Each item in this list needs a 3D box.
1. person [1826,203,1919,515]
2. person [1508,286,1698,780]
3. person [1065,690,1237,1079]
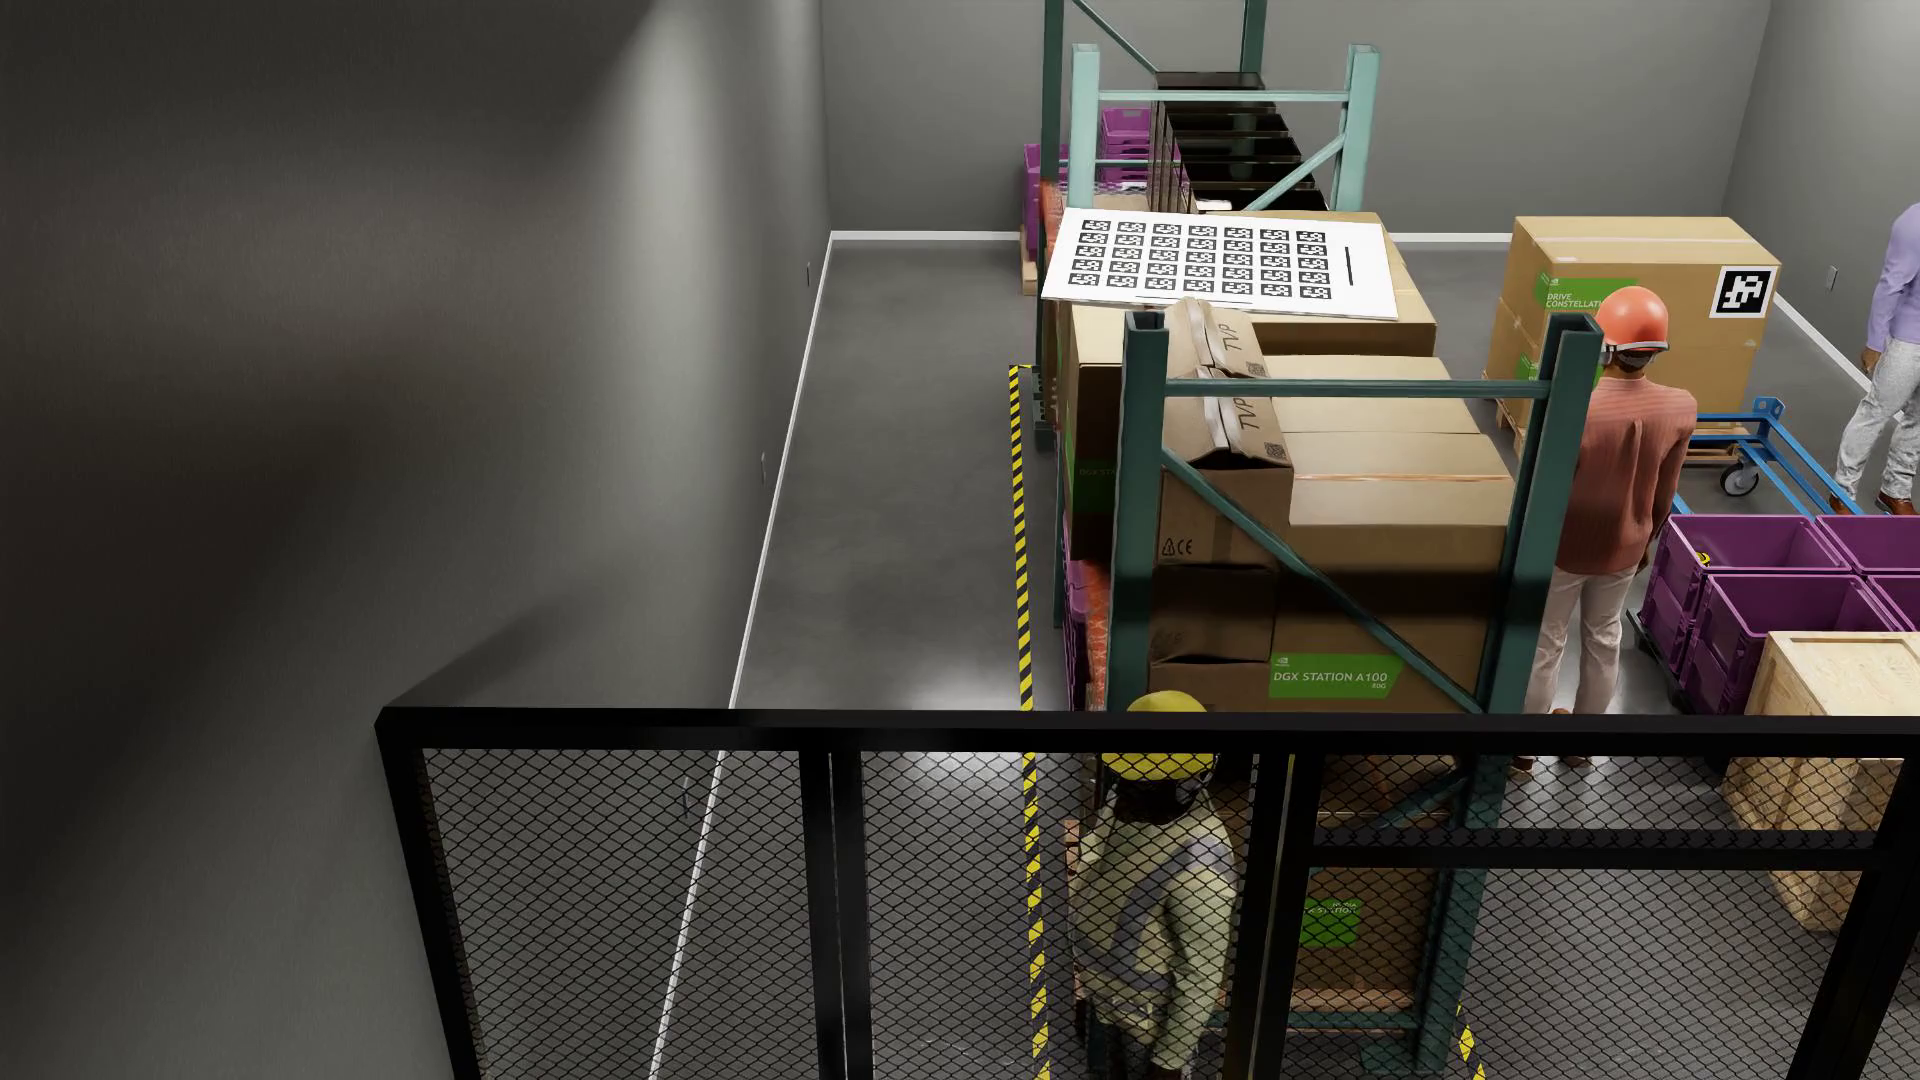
[{"bbox_3d":[4.536,-0.937,7.771,0.635,1.937,0.353,-1,31,-2],"label":"person"},{"bbox_3d":[2.309,0.010,6.144,0.612,1.995,0.376,-7,32,-12],"label":"person"},{"bbox_3d":[0.480,1.150,4.402,0.404,1.837,0.595,-6,32,-10],"label":"person"}]
